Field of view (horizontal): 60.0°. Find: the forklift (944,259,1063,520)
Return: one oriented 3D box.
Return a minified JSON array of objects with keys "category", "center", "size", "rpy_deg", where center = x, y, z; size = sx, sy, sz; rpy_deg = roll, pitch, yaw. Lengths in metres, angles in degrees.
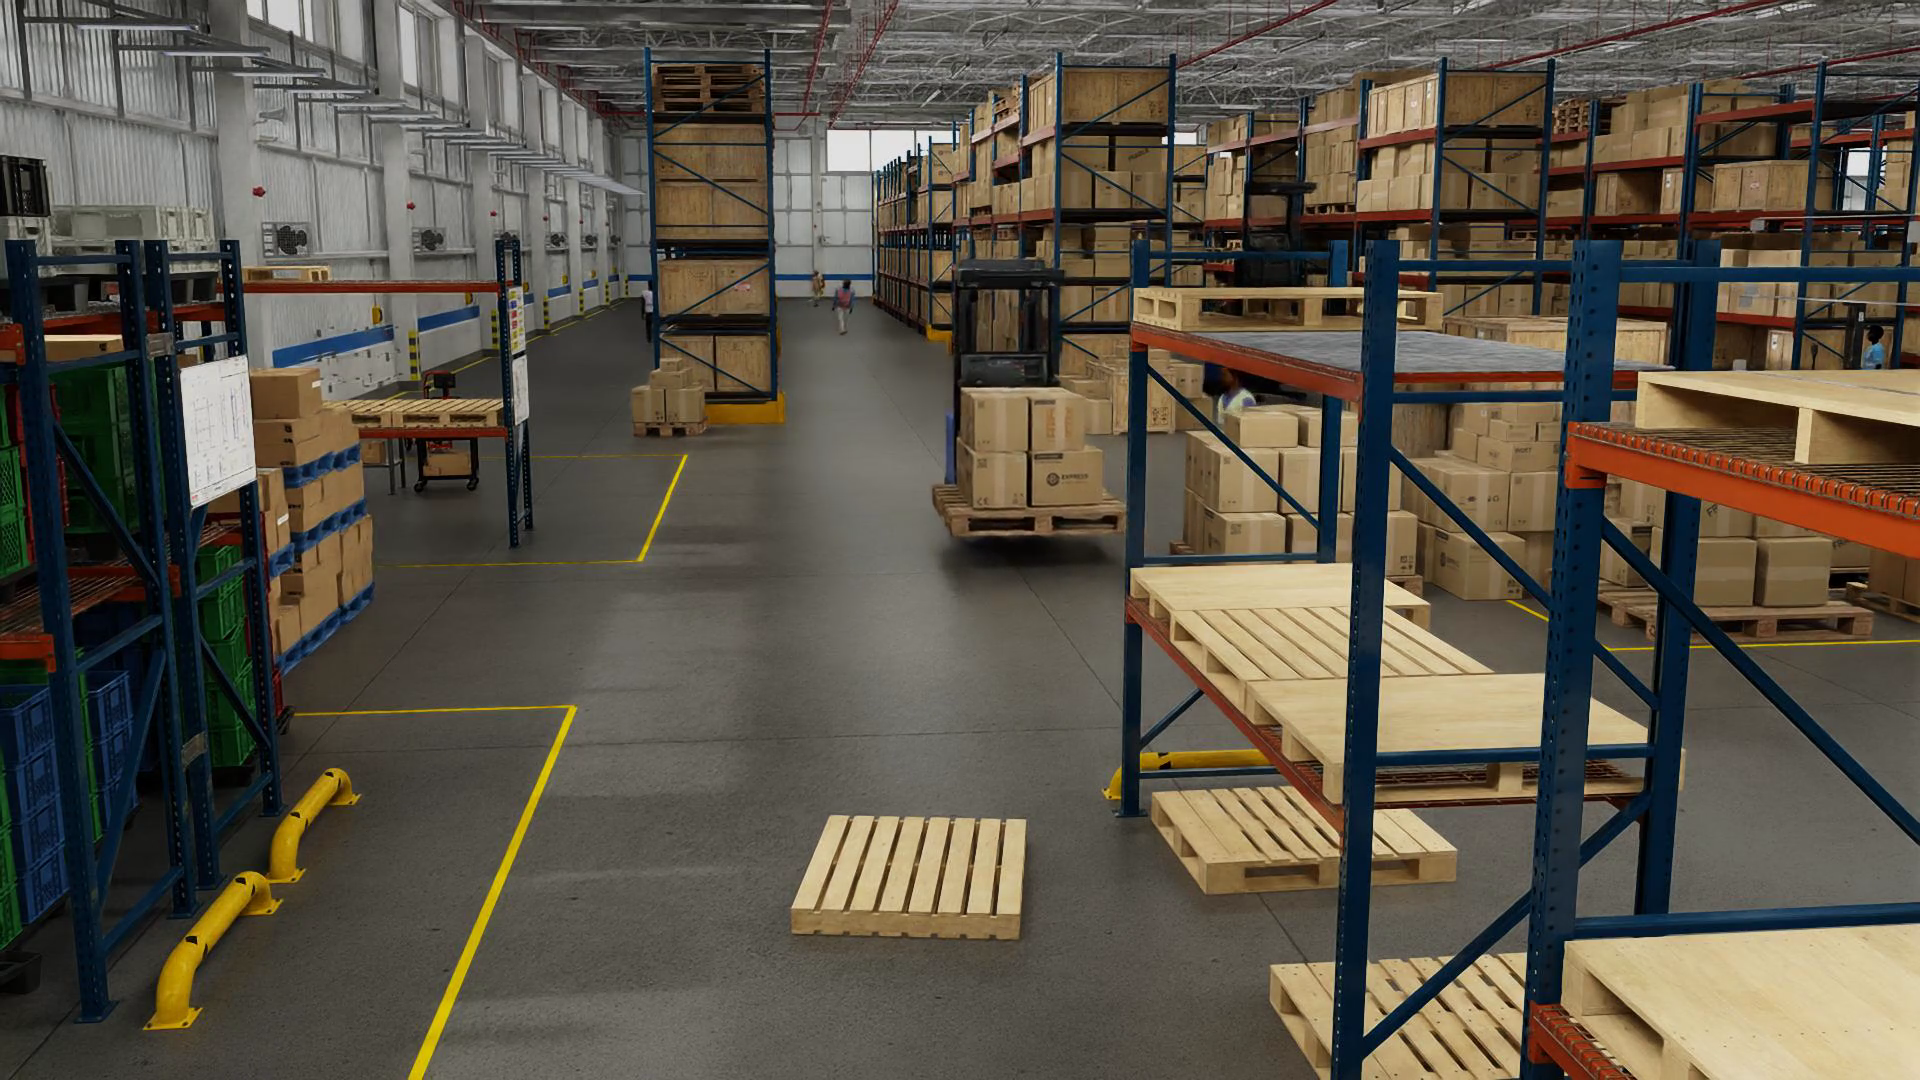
[{"category":"forklift","center":[0.434,-1.681,18.250],"size":[1.129,2.768,1.873],"rpy_deg":[-1,10,-6]}]

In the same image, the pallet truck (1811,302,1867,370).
[{"category":"pallet truck","center":[15.846,-3.142,28.793],"size":[1.885,1.965,0.823],"rpy_deg":[2,10,12]}]

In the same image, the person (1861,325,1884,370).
[{"category":"person","center":[14.516,-2.576,26.489],"size":[0.316,1.696,0.542],"rpy_deg":[3,11,15]}]

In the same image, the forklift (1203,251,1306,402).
[{"category":"forklift","center":[5.596,-4.106,31.684],"size":[1.129,2.768,1.873],"rpy_deg":[-6,12,-28]}]

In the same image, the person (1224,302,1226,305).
[{"category":"person","center":[7.481,-6.000,45.721],"size":[0.776,1.608,0.516],"rpy_deg":[-2,10,-13]}]

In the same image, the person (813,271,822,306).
[{"category":"person","center":[-6.582,-11.605,76.699],"size":[0.391,1.619,0.552],"rpy_deg":[-10,14,-43]}]

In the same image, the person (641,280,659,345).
[{"category":"person","center":[-8.948,-6.596,48.288],"size":[0.612,1.865,1.030],"rpy_deg":[-3,11,-16]}]

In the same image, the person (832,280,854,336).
[{"category":"person","center":[-3.723,-7.419,53.117],"size":[0.685,1.772,0.946],"rpy_deg":[-2,10,-11]}]

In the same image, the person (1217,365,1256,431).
[{"category":"person","center":[2.768,-0.855,16.434],"size":[0.793,1.888,0.592],"rpy_deg":[-5,11,-24]}]
